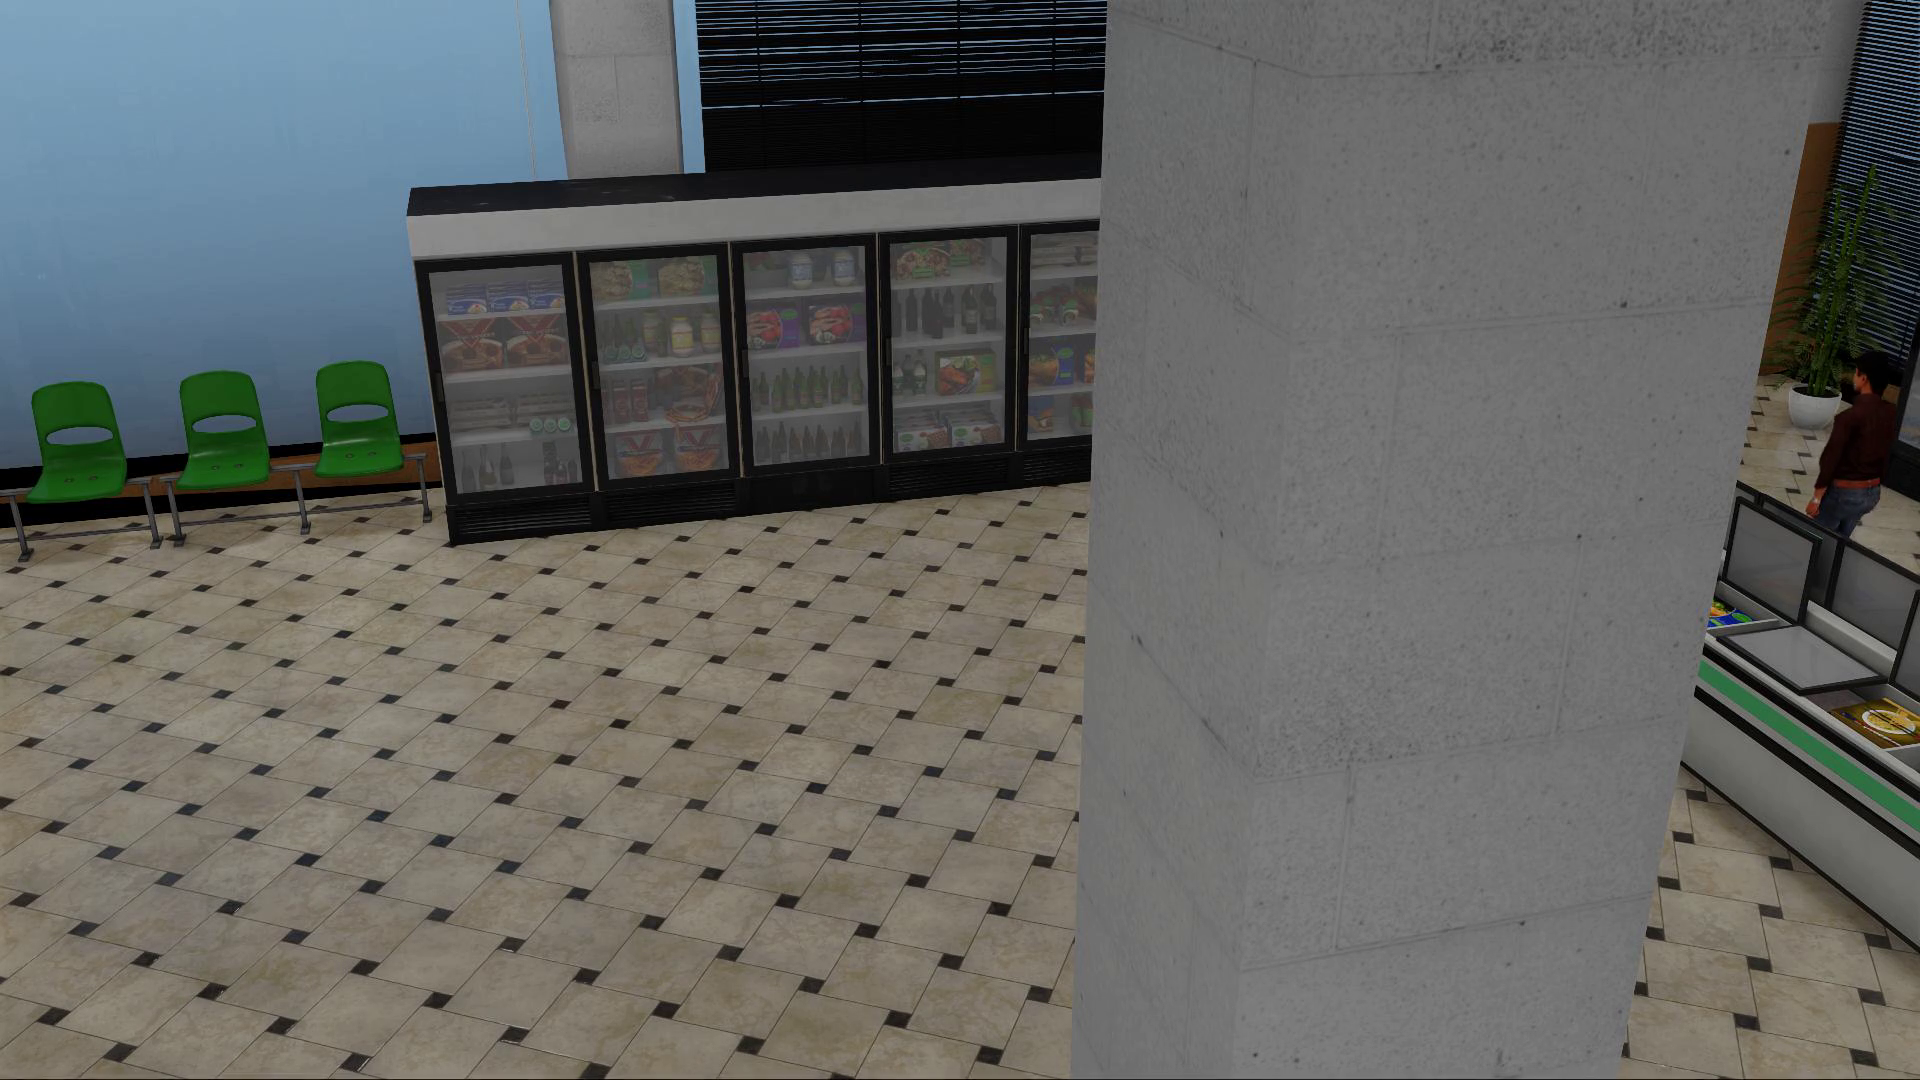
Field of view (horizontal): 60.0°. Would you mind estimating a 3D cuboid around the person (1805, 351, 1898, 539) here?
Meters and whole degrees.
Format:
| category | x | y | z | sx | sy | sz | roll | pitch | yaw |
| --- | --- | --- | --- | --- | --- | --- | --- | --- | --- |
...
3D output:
| category | x | y | z | sx | sy | sz | roll | pitch | yaw |
| --- | --- | --- | --- | --- | --- | --- | --- | --- | --- |
| person | 5.365 | -0.227 | 9.919 | 0.744 | 1.764 | 0.882 | -11 | 26 | -23 |
